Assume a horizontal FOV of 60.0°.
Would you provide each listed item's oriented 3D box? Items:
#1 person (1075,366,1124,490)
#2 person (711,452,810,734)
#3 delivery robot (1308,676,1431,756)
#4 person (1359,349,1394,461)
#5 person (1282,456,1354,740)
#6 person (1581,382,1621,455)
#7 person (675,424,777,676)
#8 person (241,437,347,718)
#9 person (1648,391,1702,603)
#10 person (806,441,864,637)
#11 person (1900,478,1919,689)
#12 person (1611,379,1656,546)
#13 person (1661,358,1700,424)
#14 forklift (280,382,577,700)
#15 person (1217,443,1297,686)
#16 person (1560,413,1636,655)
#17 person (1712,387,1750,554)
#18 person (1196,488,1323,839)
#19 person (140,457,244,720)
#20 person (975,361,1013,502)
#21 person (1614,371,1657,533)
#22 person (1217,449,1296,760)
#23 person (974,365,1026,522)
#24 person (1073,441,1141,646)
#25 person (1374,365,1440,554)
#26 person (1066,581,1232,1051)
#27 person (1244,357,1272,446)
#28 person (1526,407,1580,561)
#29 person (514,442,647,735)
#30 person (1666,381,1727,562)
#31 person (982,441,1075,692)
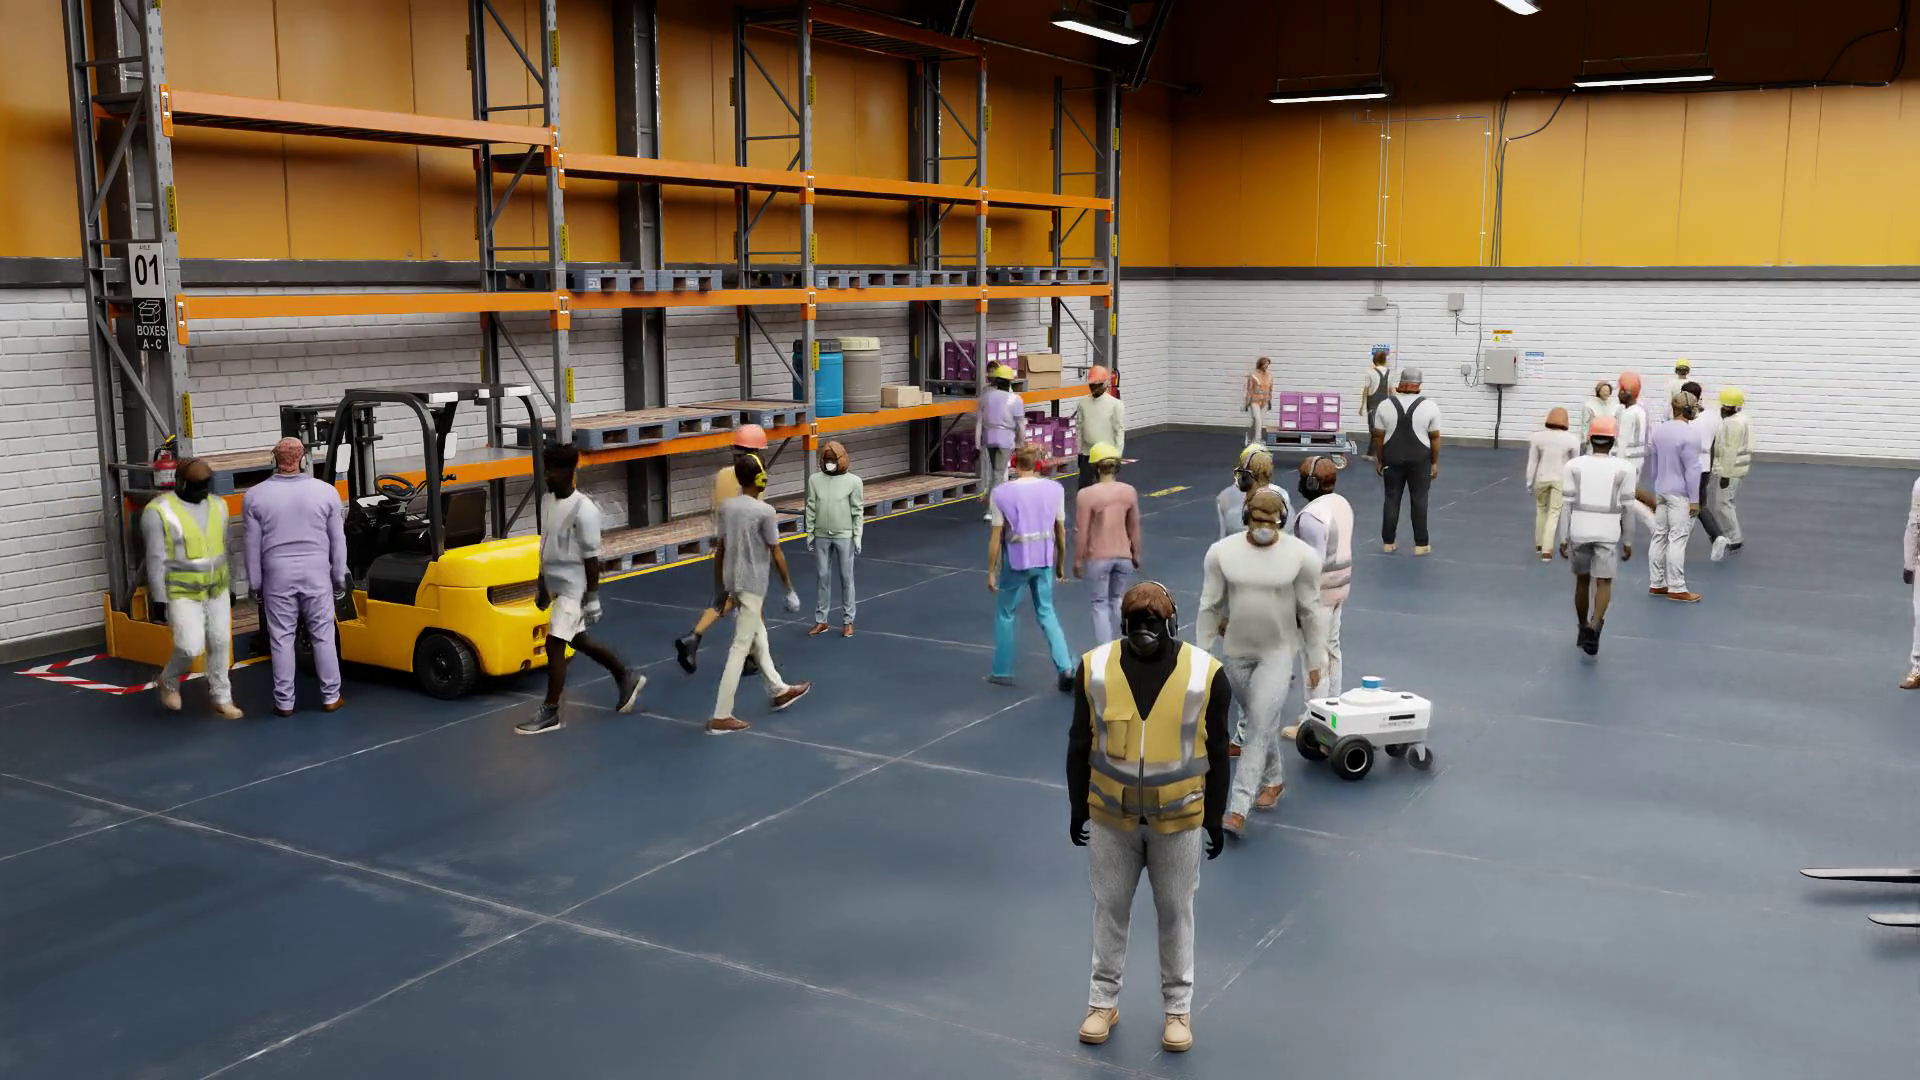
[{"bbox_3d":[1.555,-0.956,18.831,0.640,1.932,0.512,6,11,32],"label":"person"},{"bbox_3d":[-1.331,0.331,11.079,0.984,1.827,0.508,-9,13,-44],"label":"person"},{"bbox_3d":[2.488,1.074,10.107,0.707,0.478,0.477,-3,9,-17],"label":"delivery robot"},{"bbox_3d":[6.667,-2.122,26.403,0.507,1.824,0.838,-4,10,-22],"label":"person"},{"bbox_3d":[2.295,0.375,10.755,0.429,1.841,0.634,6,11,31],"label":"person"},{"bbox_3d":[8.295,-1.232,21.479,0.535,1.604,0.757,1,9,4],"label":"person"},{"bbox_3d":[-1.700,0.106,12.250,0.585,1.909,0.751,9,13,43],"label":"person"},{"bbox_3d":[-4.520,0.250,11.336,0.652,1.906,0.402,-4,10,-24],"label":"person"},{"bbox_3d":[6.588,-0.400,15.288,0.370,1.941,0.627,-2,9,-10],"label":"person"},{"bbox_3d":[-1.045,-0.009,13.802,0.498,1.632,0.280,2,9,15],"label":"person"},{"bbox_3d":[7.029,0.182,11.830,0.481,1.883,0.663,-7,11,-36],"label":"person"},{"bbox_3d":[7.397,-0.836,18.275,0.799,1.862,0.586,6,11,32],"label":"person"},{"bbox_3d":[10.627,-1.796,24.560,0.532,1.761,0.331,0,9,0],"label":"person"},{"bbox_3d":[-3.974,-0.067,12.417,2.313,2.155,1.214,5,11,30],"label":"forklift"},{"bbox_3d":[2.195,0.204,12.014,0.644,1.784,0.674,8,12,40],"label":"person"},{"bbox_3d":[5.021,-0.038,13.150,0.554,1.913,0.831,4,10,26],"label":"person"},{"bbox_3d":[8.268,-0.747,17.896,0.403,1.799,0.711,5,10,27],"label":"person"},{"bbox_3d":[1.604,0.641,9.009,0.657,1.876,1.001,5,10,26],"label":"person"},{"bbox_3d":[-5.139,0.334,11.124,0.540,1.805,0.652,6,11,32],"label":"person"},{"bbox_3d":[0.447,-1.399,21.777,0.524,1.861,0.313,6,11,32],"label":"person"},{"bbox_3d":[7.789,-0.981,19.040,0.701,1.908,0.585,2,9,12],"label":"person"},{"bbox_3d":[1.809,0.402,10.286,0.372,1.940,0.632,8,12,41],"label":"person"},{"bbox_3d":[0.543,-1.194,20.425,0.591,1.877,0.978,6,11,31],"label":"person"},{"bbox_3d":[1.111,0.135,12.547,0.538,1.749,0.444,-5,10,-29],"label":"person"},{"bbox_3d":[4.830,-0.872,17.919,0.688,2.000,0.536,4,10,25],"label":"person"},{"bbox_3d":[0.721,1.064,6.458,0.635,1.842,0.429,2,9,13],"label":"person"},{"bbox_3d":[5.059,-2.338,28.429,0.549,1.607,0.711,-5,11,-30],"label":"person"},{"bbox_3d":[6.287,-0.602,17.599,0.502,1.600,0.776,6,11,32],"label":"person"},{"bbox_3d":[-2.516,0.295,11.024,0.919,1.920,0.628,-7,11,-37],"label":"person"},{"bbox_3d":[7.685,-0.717,17.414,0.593,1.891,0.812,-2,9,-13],"label":"person"},{"bbox_3d":[0.523,0.201,11.965,0.620,1.823,0.760,-4,10,-24],"label":"person"}]
